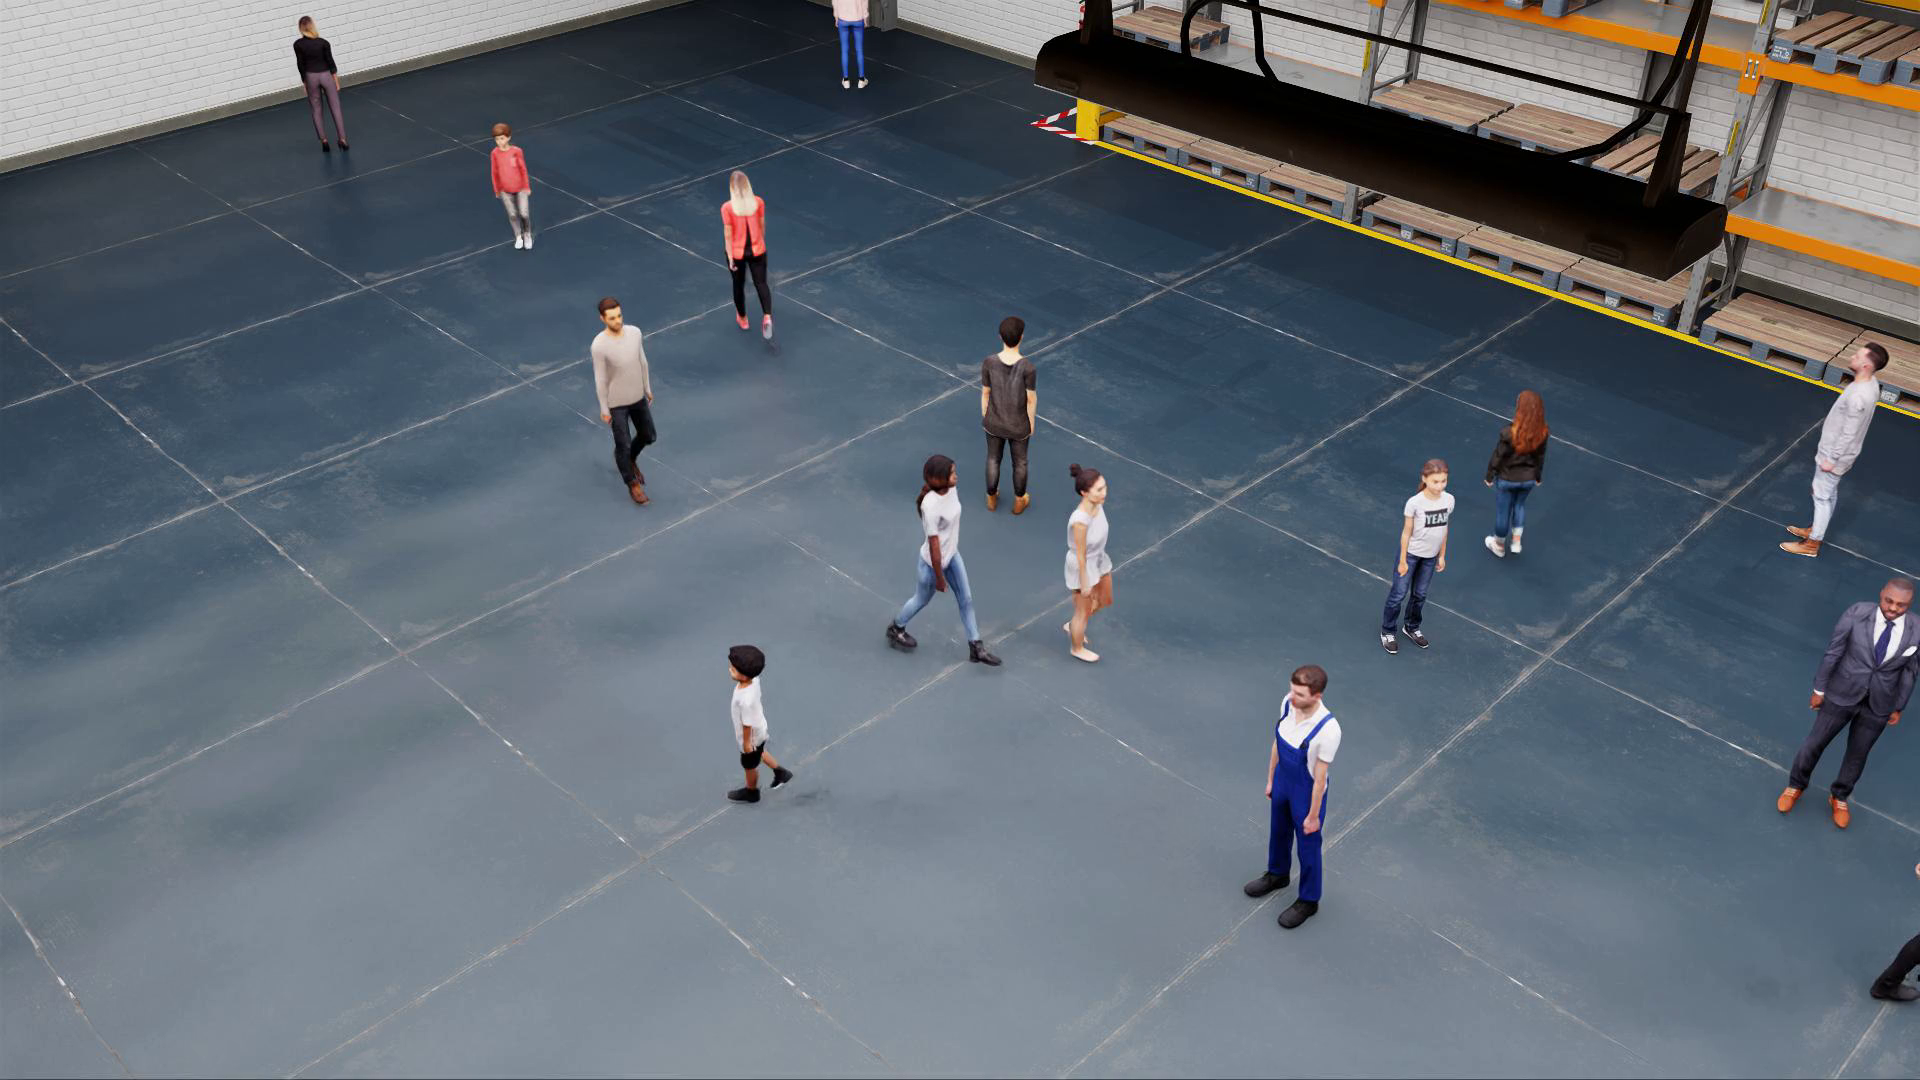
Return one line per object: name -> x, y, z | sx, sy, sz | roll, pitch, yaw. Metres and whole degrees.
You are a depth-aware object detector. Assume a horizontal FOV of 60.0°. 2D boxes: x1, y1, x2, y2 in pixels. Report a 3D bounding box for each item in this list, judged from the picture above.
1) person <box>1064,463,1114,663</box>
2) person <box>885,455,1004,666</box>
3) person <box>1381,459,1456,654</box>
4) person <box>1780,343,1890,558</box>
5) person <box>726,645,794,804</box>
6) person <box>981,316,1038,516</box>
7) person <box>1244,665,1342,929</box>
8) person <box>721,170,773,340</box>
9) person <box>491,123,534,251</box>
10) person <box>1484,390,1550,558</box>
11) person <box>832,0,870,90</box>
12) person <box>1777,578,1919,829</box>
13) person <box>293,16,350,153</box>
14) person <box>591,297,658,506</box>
person -> 0.833, 0.166, 11.864 | 0.678, 1.598, 0.661 | 13, 36, 19
person -> -0.220, 0.152, 11.816 | 1.224, 1.675, 0.867 | 14, 36, 20
person -> 3.318, 0.087, 12.017 | 0.634, 1.562, 0.669 | -8, 34, -11
person -> 6.857, -0.710, 12.964 | 0.616, 1.840, 0.716 | 22, 40, 30
person -> -1.284, 1.183, 10.644 | 0.760, 1.255, 0.694 | 2, 34, 2
person -> 0.390, -0.999, 13.515 | 0.634, 1.711, 0.751 | 9, 35, 13
person -> 1.990, 1.452, 9.705 | 0.732, 1.847, 0.591 | -18, 37, -24
person -> -2.042, -2.740, 16.168 | 0.862, 1.674, 1.090 | -12, 35, -17
person -> -4.854, -3.866, 18.104 | 0.632, 1.405, 0.689 | -1, 34, -2
person -> 4.357, -0.475, 12.937 | 0.696, 1.479, 0.740 | -4, 34, -6
person -> -1.475, -7.014, 22.512 | 0.707, 1.770, 0.774 | 1, 34, 2
person -> 5.635, 0.986, 10.428 | 0.665, 1.824, 0.834 | 14, 36, 20
person -> -7.879, -5.604, 20.481 | 0.690, 1.669, 0.710 | -7, 34, -10
person -> -2.795, -1.176, 13.653 | 0.665, 1.854, 0.719 | -28, 43, -35
